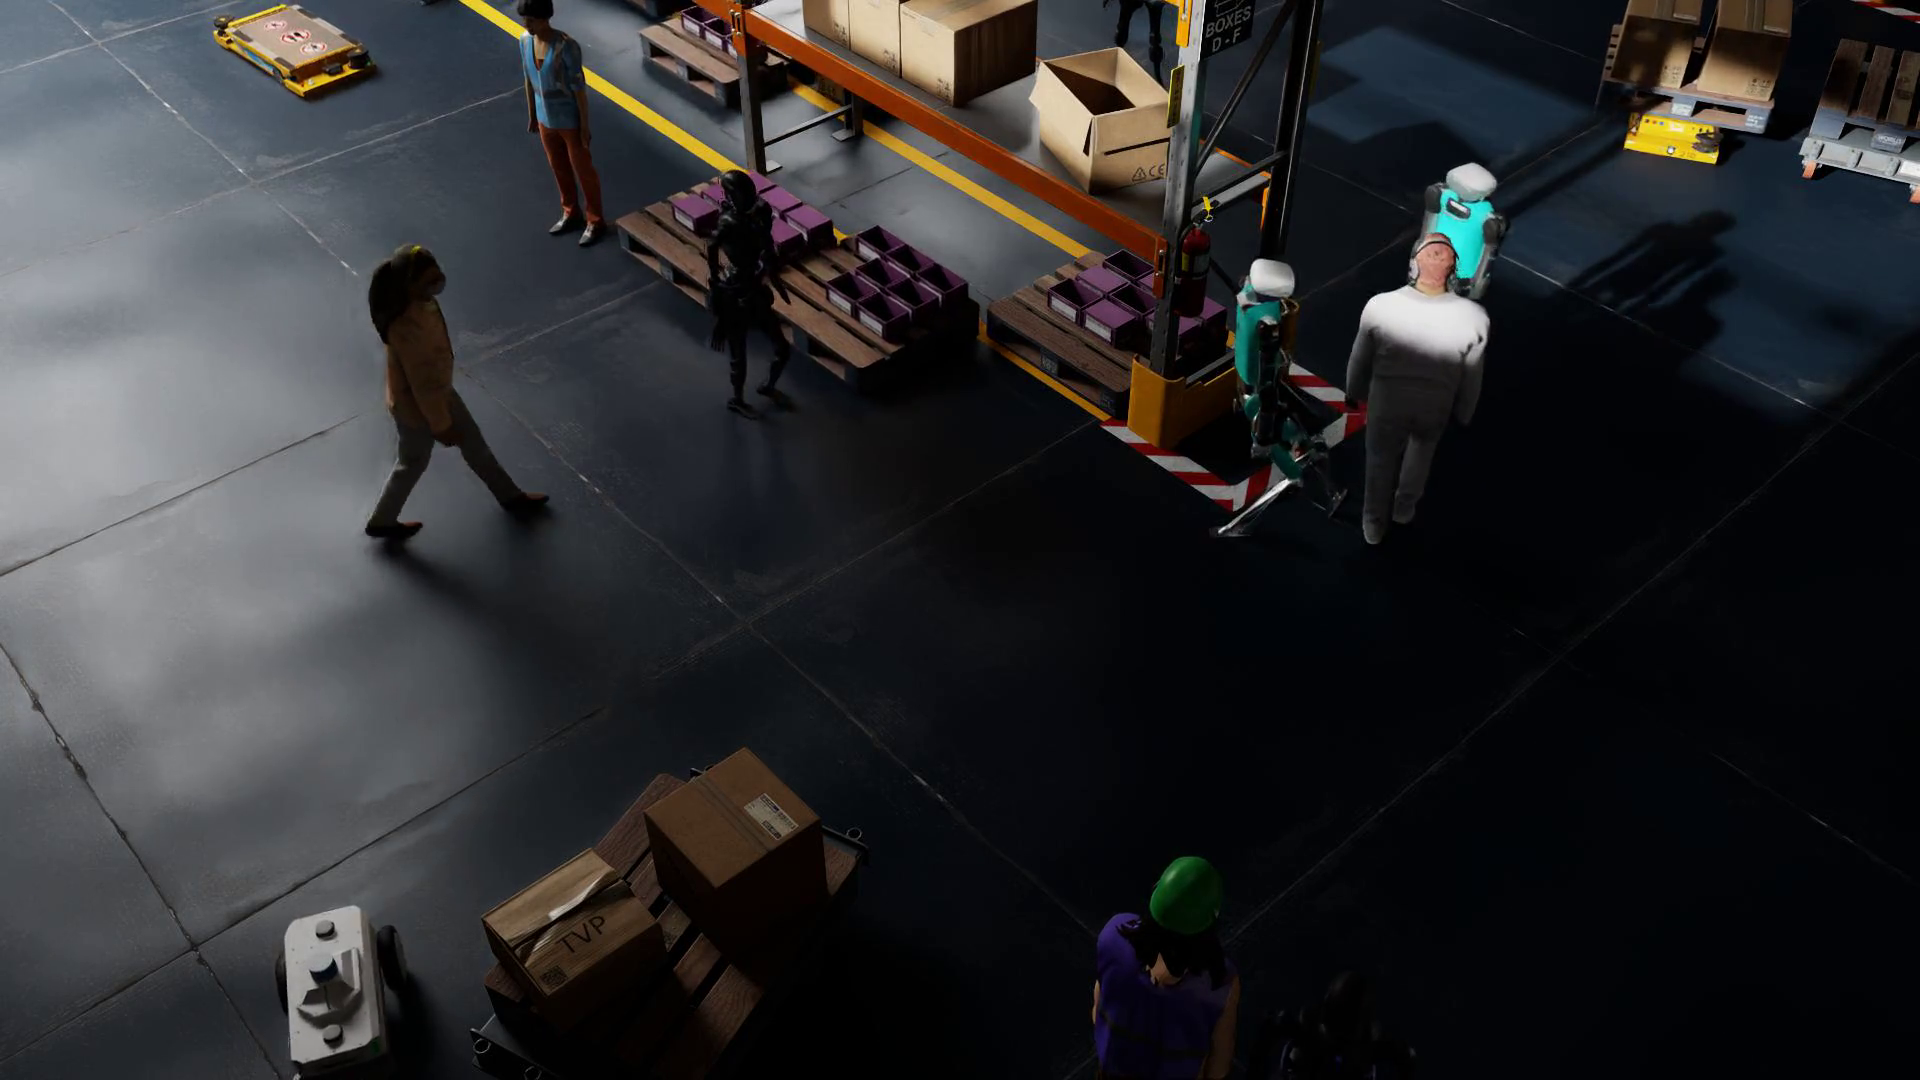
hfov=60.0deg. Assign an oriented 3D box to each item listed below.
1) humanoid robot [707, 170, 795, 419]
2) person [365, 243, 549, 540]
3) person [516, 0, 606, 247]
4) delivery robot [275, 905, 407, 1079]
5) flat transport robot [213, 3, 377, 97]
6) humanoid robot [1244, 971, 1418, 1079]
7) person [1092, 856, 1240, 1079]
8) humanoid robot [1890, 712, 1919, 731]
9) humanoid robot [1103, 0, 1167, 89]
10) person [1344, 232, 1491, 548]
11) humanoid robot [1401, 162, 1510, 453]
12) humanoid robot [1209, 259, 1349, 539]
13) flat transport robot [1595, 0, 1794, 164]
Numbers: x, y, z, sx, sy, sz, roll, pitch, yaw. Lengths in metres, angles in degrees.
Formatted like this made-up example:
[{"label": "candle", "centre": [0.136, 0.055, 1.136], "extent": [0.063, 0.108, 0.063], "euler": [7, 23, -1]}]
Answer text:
[{"label": "humanoid robot", "centre": [-1.222, -1.386, 9.567], "extent": [0.458, 1.641, 0.613], "euler": [24, 48, 24]}, {"label": "person", "centre": [-2.843, -0.763, 8.786], "extent": [0.995, 1.826, 0.601], "euler": [-6, 43, -7]}, {"label": "person", "centre": [-2.664, -2.799, 11.040], "extent": [0.499, 1.759, 0.339], "euler": [20, 46, 20]}, {"label": "delivery robot", "centre": [-2.567, 1.880, 6.853], "extent": [0.510, 0.614, 0.785], "euler": [-13, 44, -14]}, {"label": "flat transport robot", "centre": [-5.388, -3.987, 13.432], "extent": [1.431, 0.231, 0.659], "euler": [33, 52, 31]}, {"label": "humanoid robot", "centre": [1.294, 1.989, 5.894], "extent": [0.611, 1.648, 0.369], "euler": [9, 43, 10]}, {"label": "person", "centre": [0.708, 1.791, 5.929], "extent": [0.529, 1.924, 0.427], "euler": [20, 46, 20]}, {"label": "humanoid robot", "centre": [5.001, 0.307, 7.762], "extent": [0.807, 1.610, 0.609], "euler": [3, 43, 4]}, {"label": "humanoid robot", "centre": [1.409, -4.292, 12.762], "extent": [0.591, 1.624, 0.795], "euler": [-14, 44, -15]}, {"label": "person", "centre": [2.357, -0.777, 8.744], "extent": [0.677, 1.883, 0.517], "euler": [9, 43, 9]}, {"label": "humanoid robot", "centre": [2.563, -1.224, 9.341], "extent": [0.690, 1.781, 0.530], "euler": [-25, 48, -25]}, {"label": "humanoid robot", "centre": [1.832, -0.700, 8.802], "extent": [0.897, 1.809, 0.545], "euler": [-5, 43, -5]}, {"label": "flat transport robot", "centre": [5.503, -3.342, 12.730], "extent": [0.659, 0.231, 1.431], "euler": [15, 45, 16]}]
